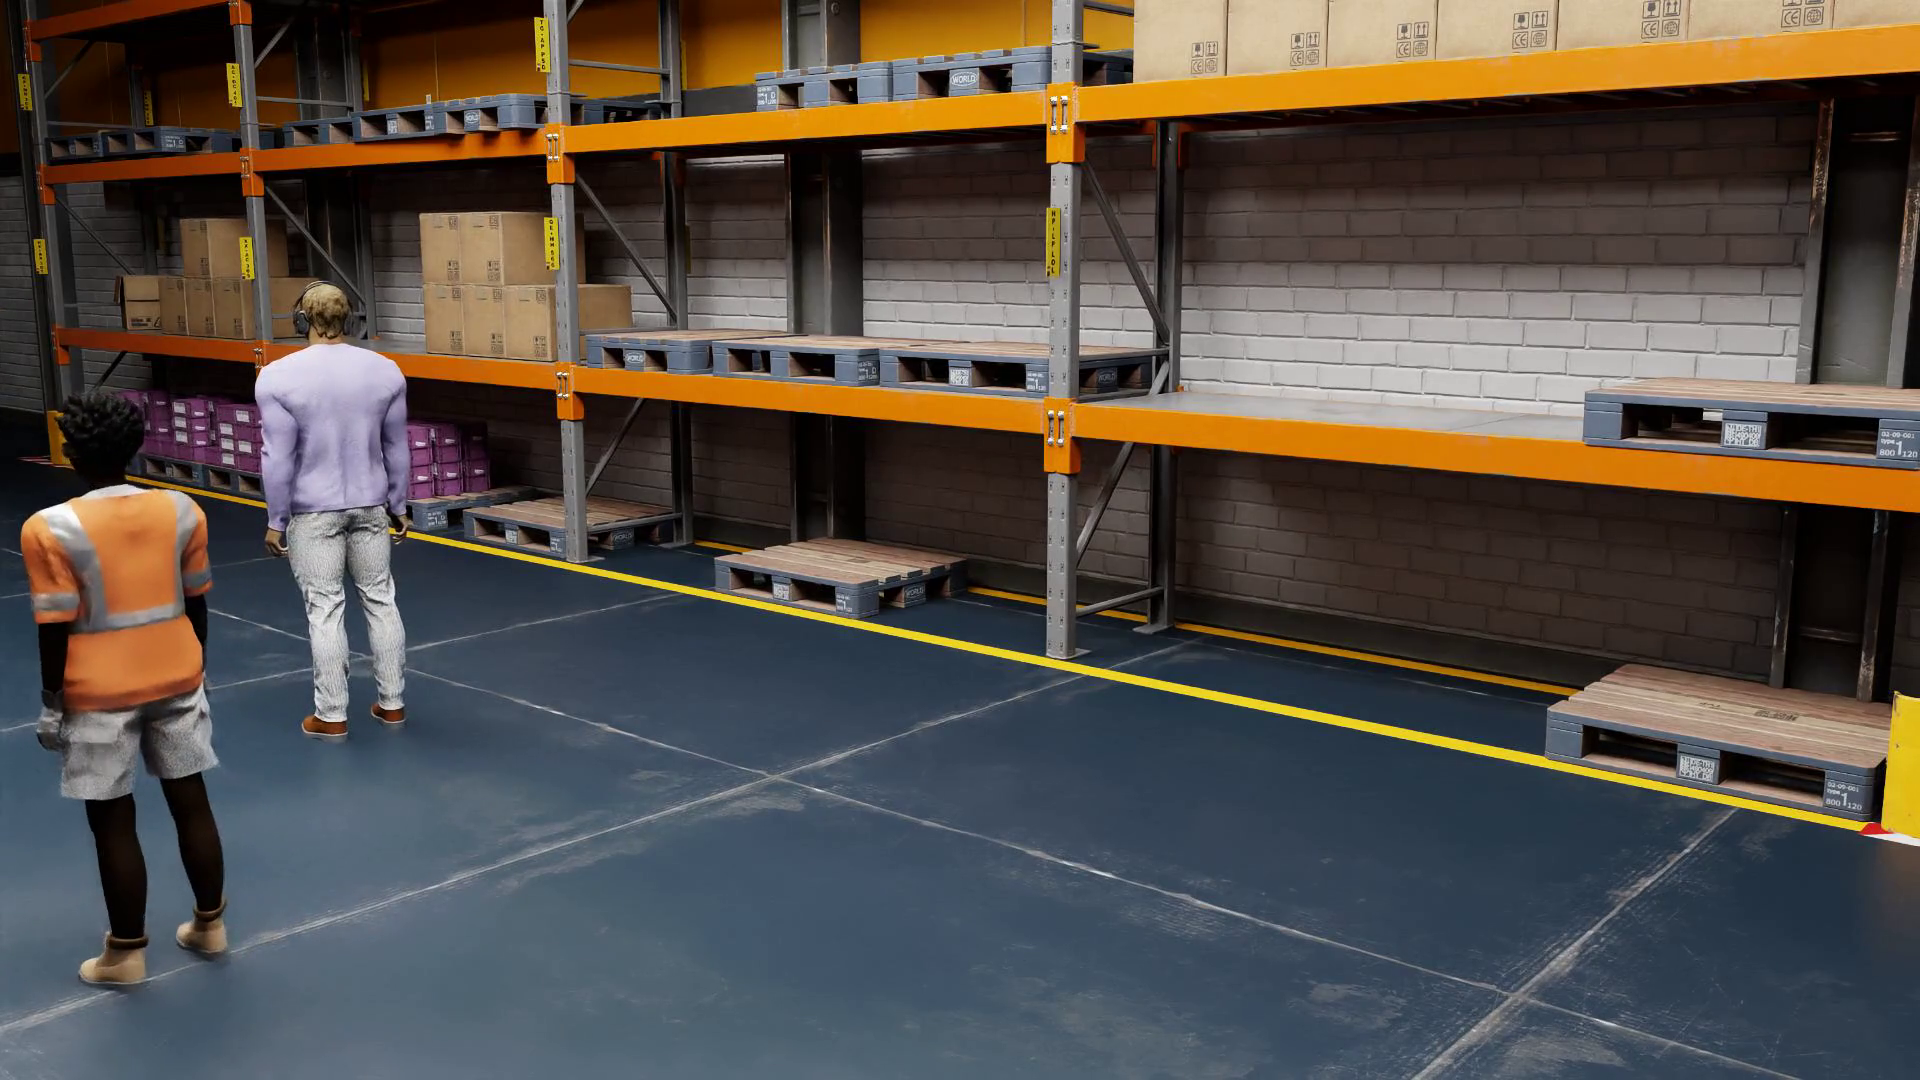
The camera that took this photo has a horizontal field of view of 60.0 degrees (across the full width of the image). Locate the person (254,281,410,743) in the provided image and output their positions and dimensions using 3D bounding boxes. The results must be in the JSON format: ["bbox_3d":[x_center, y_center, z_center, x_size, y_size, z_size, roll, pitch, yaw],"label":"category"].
[{"bbox_3d":[-2.623,-0.116,7.028,0.634,1.938,0.355,-9,13,-42],"label":"person"}]

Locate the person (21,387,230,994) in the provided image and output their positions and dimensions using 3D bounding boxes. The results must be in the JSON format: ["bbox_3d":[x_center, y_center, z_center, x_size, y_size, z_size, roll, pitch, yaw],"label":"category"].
[{"bbox_3d":[-2.338,0.418,4.679,0.317,1.696,0.540,6,12,31],"label":"person"}]
